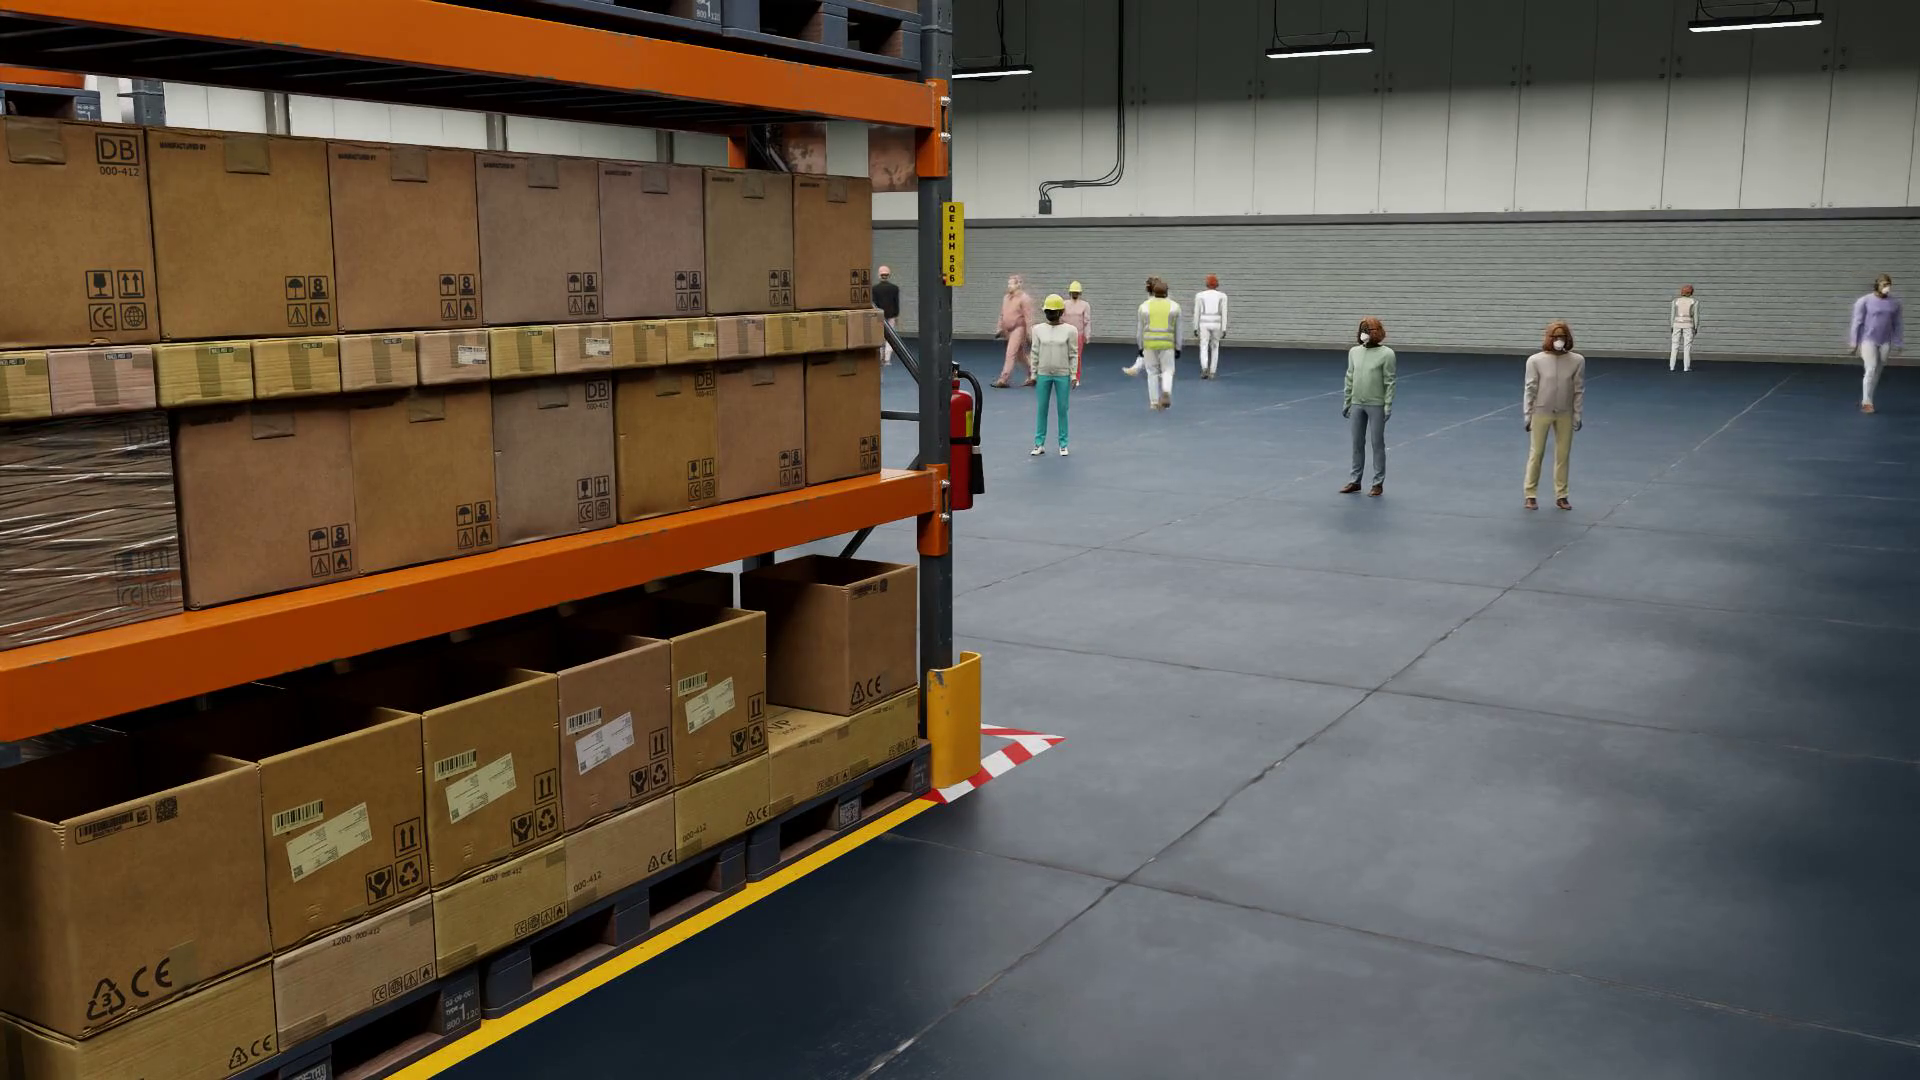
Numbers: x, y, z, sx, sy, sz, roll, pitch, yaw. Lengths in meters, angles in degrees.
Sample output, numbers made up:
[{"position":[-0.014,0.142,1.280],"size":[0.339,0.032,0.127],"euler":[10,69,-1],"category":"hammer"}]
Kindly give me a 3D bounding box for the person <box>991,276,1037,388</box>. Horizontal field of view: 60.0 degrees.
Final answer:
[{"position":[0.936,-3.454,27.630],"size":[1.034,1.858,0.638],"euler":[-6,11,-31],"category":"person"}]

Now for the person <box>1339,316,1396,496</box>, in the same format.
[{"position":[3.715,-1.217,15.151],"size":[0.276,1.633,0.507],"euler":[-9,13,-43],"category":"person"}]

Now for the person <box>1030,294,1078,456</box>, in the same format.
[{"position":[1.023,-1.793,18.151],"size":[0.525,1.765,0.329],"euler":[2,10,14],"category":"person"}]

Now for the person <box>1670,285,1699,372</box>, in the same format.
[{"position":[13.683,-3.995,31.423],"size":[0.510,1.634,0.312],"euler":[7,12,36],"category":"person"}]

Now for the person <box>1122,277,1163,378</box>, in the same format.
[{"position":[3.387,-3.780,29.689],"size":[0.958,1.792,0.664],"euler":[1,10,6],"category":"person"}]

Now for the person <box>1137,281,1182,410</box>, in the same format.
[{"position":[2.811,-2.729,23.476],"size":[0.628,1.826,0.553],"euler":[1,10,7],"category":"person"}]

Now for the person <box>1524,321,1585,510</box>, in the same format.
[{"position":[5.085,-1.060,14.265],"size":[0.501,1.622,0.294],"euler":[1,10,5],"category":"person"}]

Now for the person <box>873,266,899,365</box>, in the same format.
[{"position":[-1.523,-4.511,33.428],"size":[0.640,1.973,0.577],"euler":[-3,10,-19],"category":"person"}]

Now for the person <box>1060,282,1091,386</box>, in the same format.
[{"position":[1.890,-3.401,27.616],"size":[0.553,1.728,0.855],"euler":[1,10,8],"category":"person"}]

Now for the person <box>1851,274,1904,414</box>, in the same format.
[{"position":[12.688,-2.690,22.927],"size":[0.653,1.913,0.754],"euler":[0,10,0],"category":"person"}]

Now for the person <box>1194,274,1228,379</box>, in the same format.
[{"position":[4.468,-3.797,29.628],"size":[0.574,1.861,0.838],"euler":[1,10,4],"category":"person"}]

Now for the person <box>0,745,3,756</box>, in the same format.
[{"position":[-3.982,-0.050,7.221],"size":[0.611,2.016,0.907],"euler":[5,11,26],"category":"person"}]
